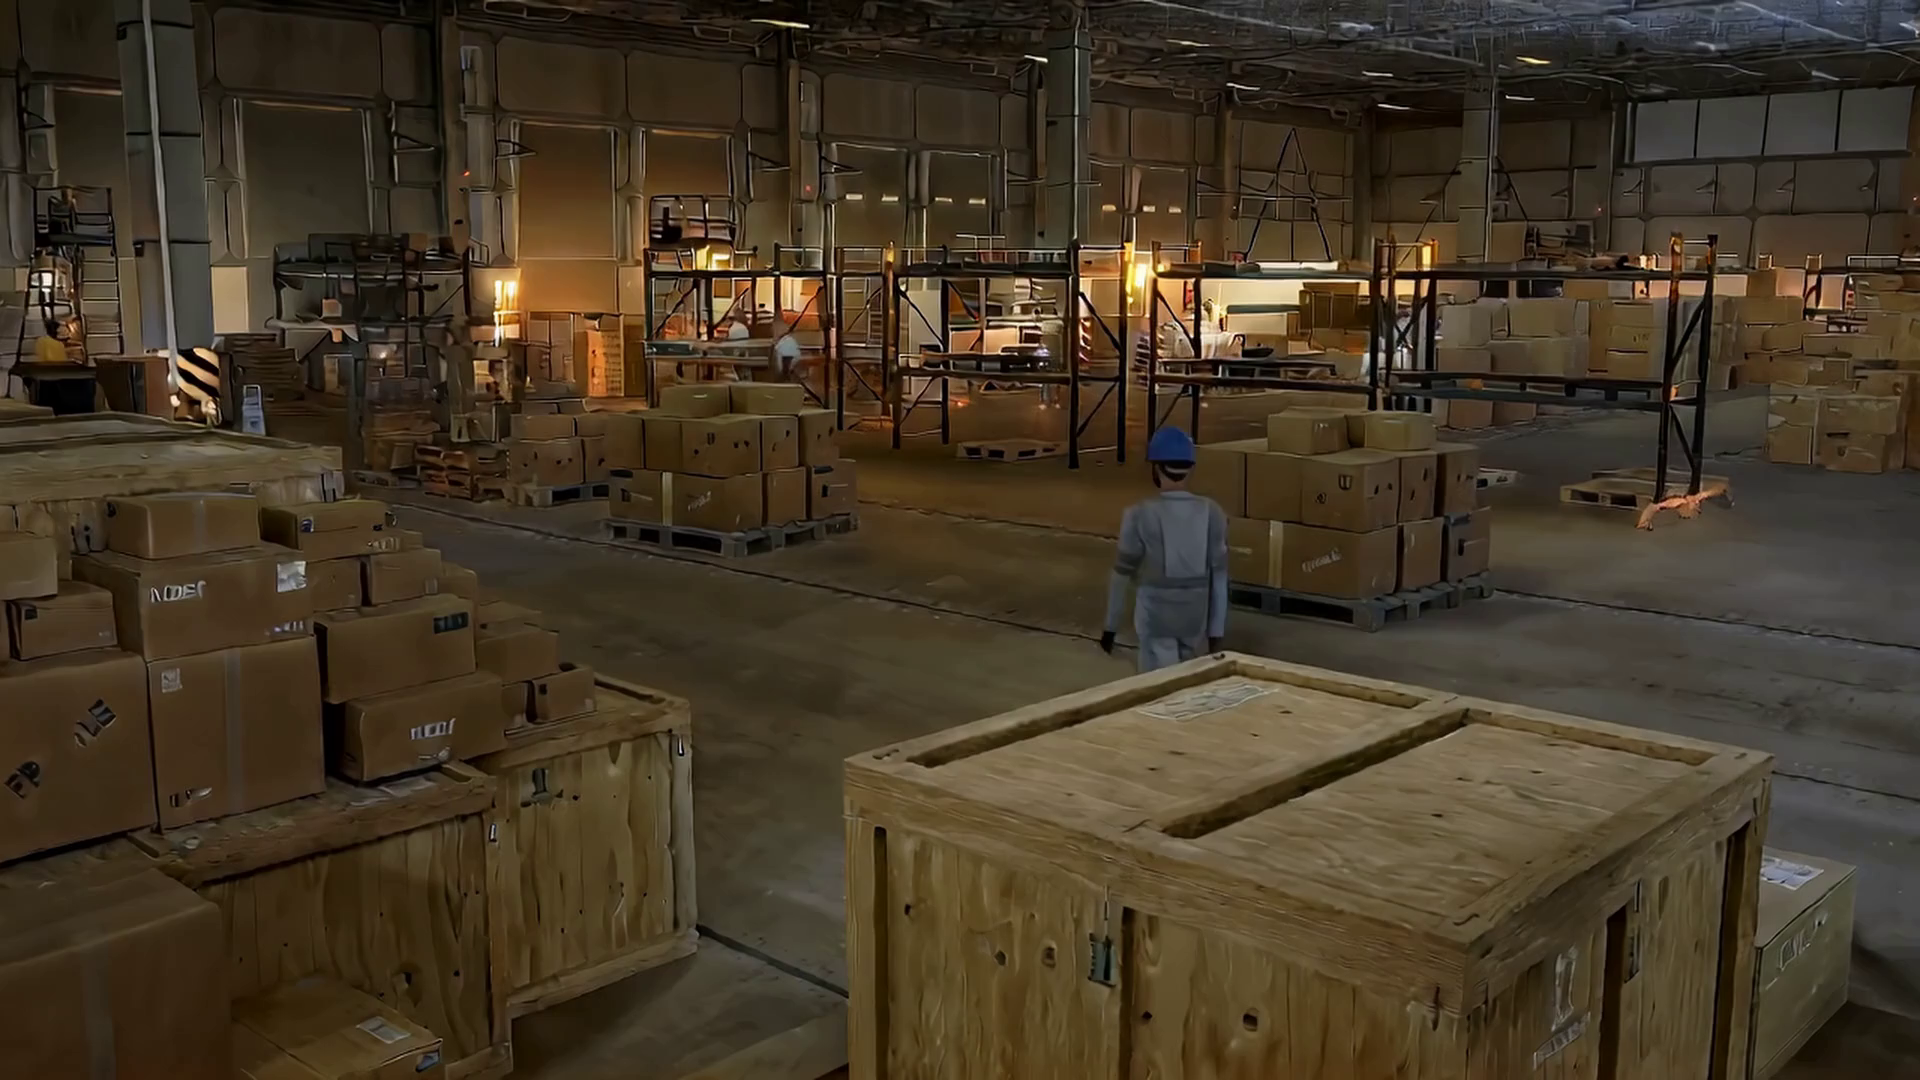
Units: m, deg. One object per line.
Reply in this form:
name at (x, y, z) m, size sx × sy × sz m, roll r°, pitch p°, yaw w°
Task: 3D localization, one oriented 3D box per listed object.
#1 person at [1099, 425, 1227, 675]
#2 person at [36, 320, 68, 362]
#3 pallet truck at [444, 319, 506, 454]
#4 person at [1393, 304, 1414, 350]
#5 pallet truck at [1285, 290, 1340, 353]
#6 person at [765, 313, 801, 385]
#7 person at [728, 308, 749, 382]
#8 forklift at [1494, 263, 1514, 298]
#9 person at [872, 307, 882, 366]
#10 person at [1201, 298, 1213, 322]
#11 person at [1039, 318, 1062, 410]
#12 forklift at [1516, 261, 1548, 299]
person at (0.961, 0.388, 8.181) m, size 0.549 × 1.899 × 0.923 m, roll -4°, pitch 10°, yaw -25°
person at (-15.137, -2.751, 27.656) m, size 0.838 × 1.817 × 0.628 m, roll -1°, pitch 9°, yaw -5°
pallet truck at (-6.981, -1.942, 22.150) m, size 1.885 × 1.965 × 0.823 m, roll 1°, pitch 9°, yaw 9°
person at (9.553, -4.081, 35.581) m, size 0.693 × 1.915 × 0.540 m, roll -3°, pitch 10°, yaw -18°
pallet truck at (11.297, -6.951, 52.861) m, size 1.885 × 1.965 × 0.823 m, roll -5°, pitch 11°, yaw -29°
person at (-2.735, -2.449, 25.128) m, size 0.894 × 2.000 × 0.789 m, roll -2°, pitch 10°, yaw -14°
person at (-4.103, -3.352, 31.011) m, size 0.365 × 1.931 × 0.631 m, roll -6°, pitch 11°, yaw -33°
forklift at (15.057, -6.327, 46.336) m, size 1.873 × 2.768 × 1.129 m, roll 1°, pitch 9°, yaw 9°
person at (-2.201, -5.401, 44.490) m, size 0.312 × 1.633 × 0.519 m, roll -1°, pitch 9°, yaw -7°
person at (6.117, -5.056, 41.416) m, size 0.347 × 1.943 × 0.545 m, roll 3°, pitch 10°, yaw 20°
person at (1.730, -3.327, 31.452) m, size 0.488 × 1.736 × 0.321 m, roll -5°, pitch 11°, yaw -29°
forklift at (12.922, -4.937, 37.814) m, size 1.873 × 2.768 × 1.129 m, roll 9°, pitch 13°, yaw 43°
